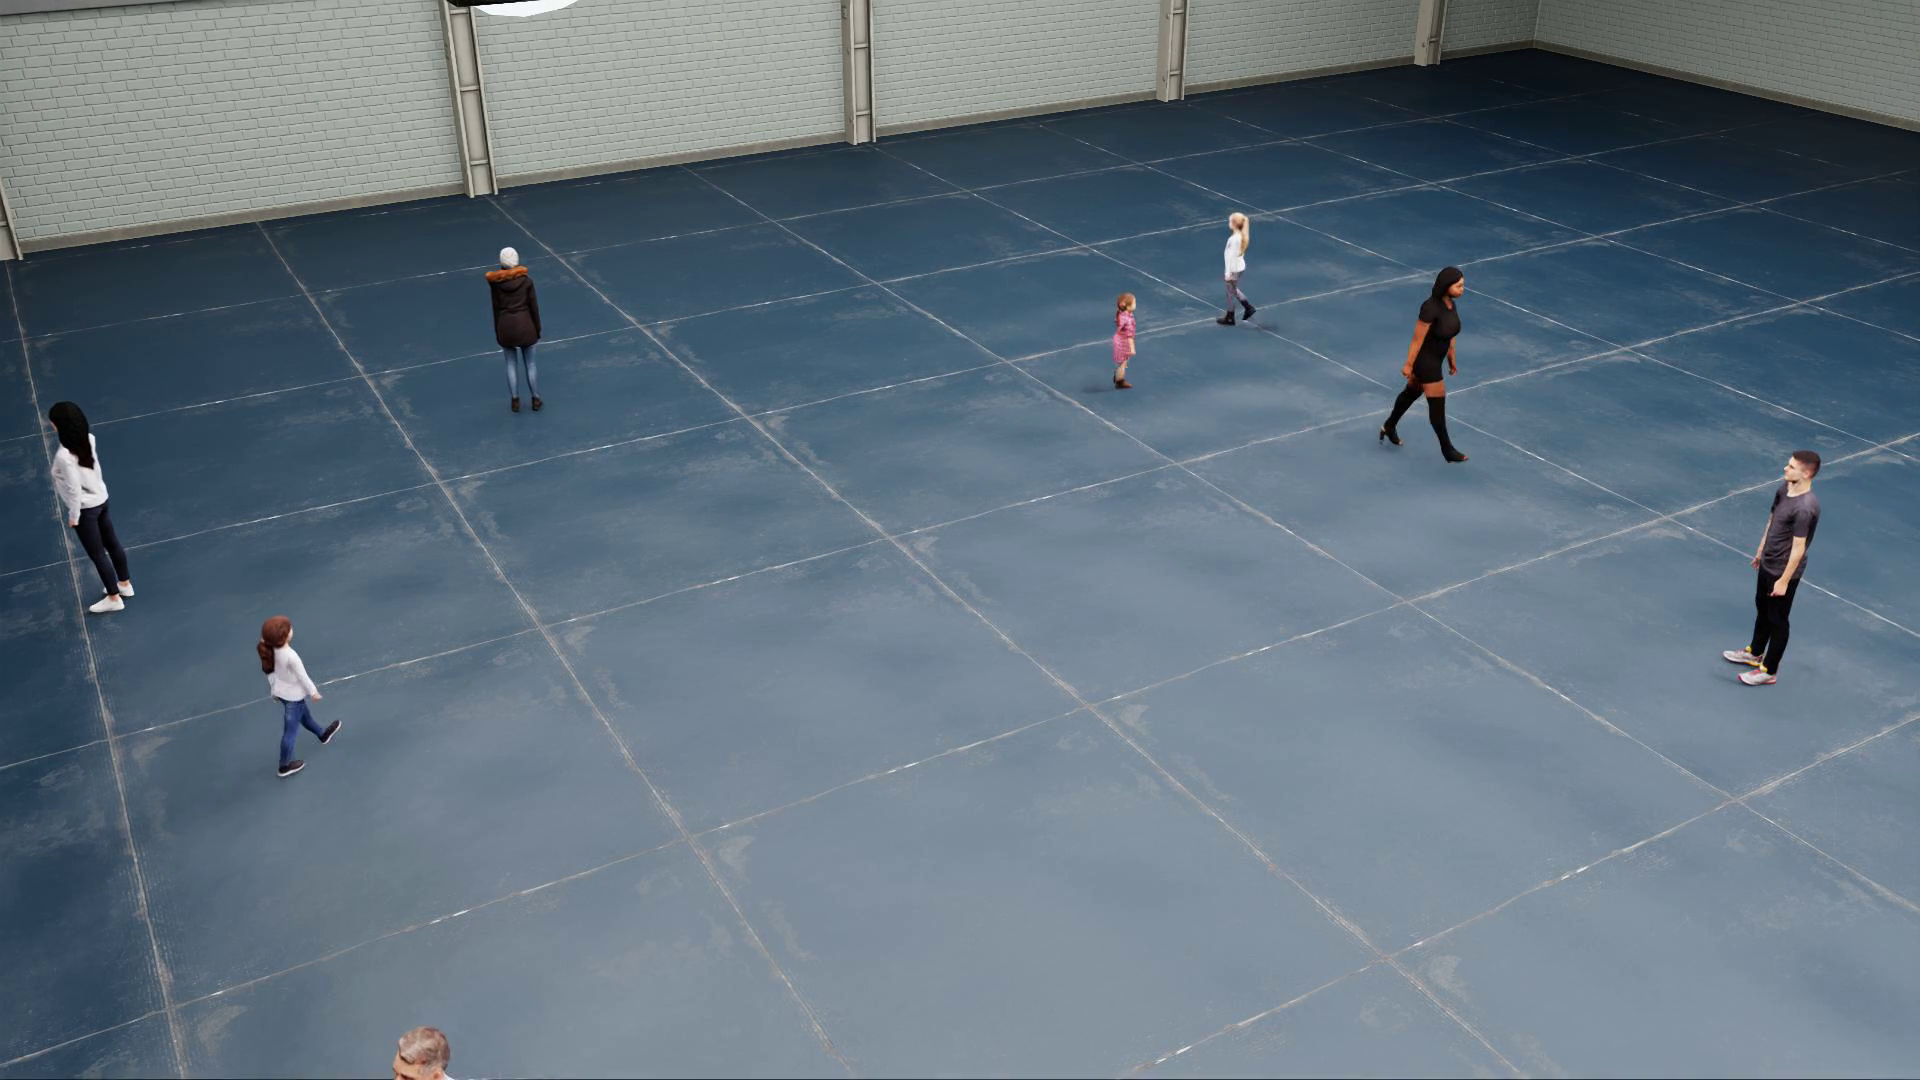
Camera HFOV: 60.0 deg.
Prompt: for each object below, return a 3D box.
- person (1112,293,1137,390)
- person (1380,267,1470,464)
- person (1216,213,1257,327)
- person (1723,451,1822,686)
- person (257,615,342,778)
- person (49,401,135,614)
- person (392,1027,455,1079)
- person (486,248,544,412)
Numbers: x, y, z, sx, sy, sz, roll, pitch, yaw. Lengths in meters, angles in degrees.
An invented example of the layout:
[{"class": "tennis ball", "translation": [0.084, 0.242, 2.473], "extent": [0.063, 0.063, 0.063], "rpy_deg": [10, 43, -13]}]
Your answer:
[{"class": "person", "translation": [1.605, -1.996, 16.728], "extent": [0.479, 1.014, 0.468], "rpy_deg": [-8, 28, -14]}, {"class": "person", "translation": [4.163, -1.602, 15.108], "extent": [0.975, 1.795, 1.175], "rpy_deg": [21, 34, 35]}, {"class": "person", "translation": [3.097, -2.971, 18.342], "extent": [0.726, 1.270, 0.687], "rpy_deg": [12, 30, 22]}, {"class": "person", "translation": [5.762, 0.186, 11.671], "extent": [0.729, 1.763, 0.715], "rpy_deg": [2, 27, 4]}, {"class": "person", "translation": [-4.393, 1.018, 10.800], "extent": [0.636, 1.082, 0.833], "rpy_deg": [19, 33, 32]}, {"class": "person", "translation": [-6.601, -0.265, 12.617], "extent": [0.710, 1.700, 0.705], "rpy_deg": [-1, 27, -2]}, {"class": "person", "translation": [-2.019, 2.660, 6.818], "extent": [0.790, 1.808, 0.840], "rpy_deg": [17, 32, 30]}, {"class": "person", "translation": [-4.306, -2.045, 16.146], "extent": [0.643, 1.634, 0.753], "rpy_deg": [-5, 28, -9]}]
